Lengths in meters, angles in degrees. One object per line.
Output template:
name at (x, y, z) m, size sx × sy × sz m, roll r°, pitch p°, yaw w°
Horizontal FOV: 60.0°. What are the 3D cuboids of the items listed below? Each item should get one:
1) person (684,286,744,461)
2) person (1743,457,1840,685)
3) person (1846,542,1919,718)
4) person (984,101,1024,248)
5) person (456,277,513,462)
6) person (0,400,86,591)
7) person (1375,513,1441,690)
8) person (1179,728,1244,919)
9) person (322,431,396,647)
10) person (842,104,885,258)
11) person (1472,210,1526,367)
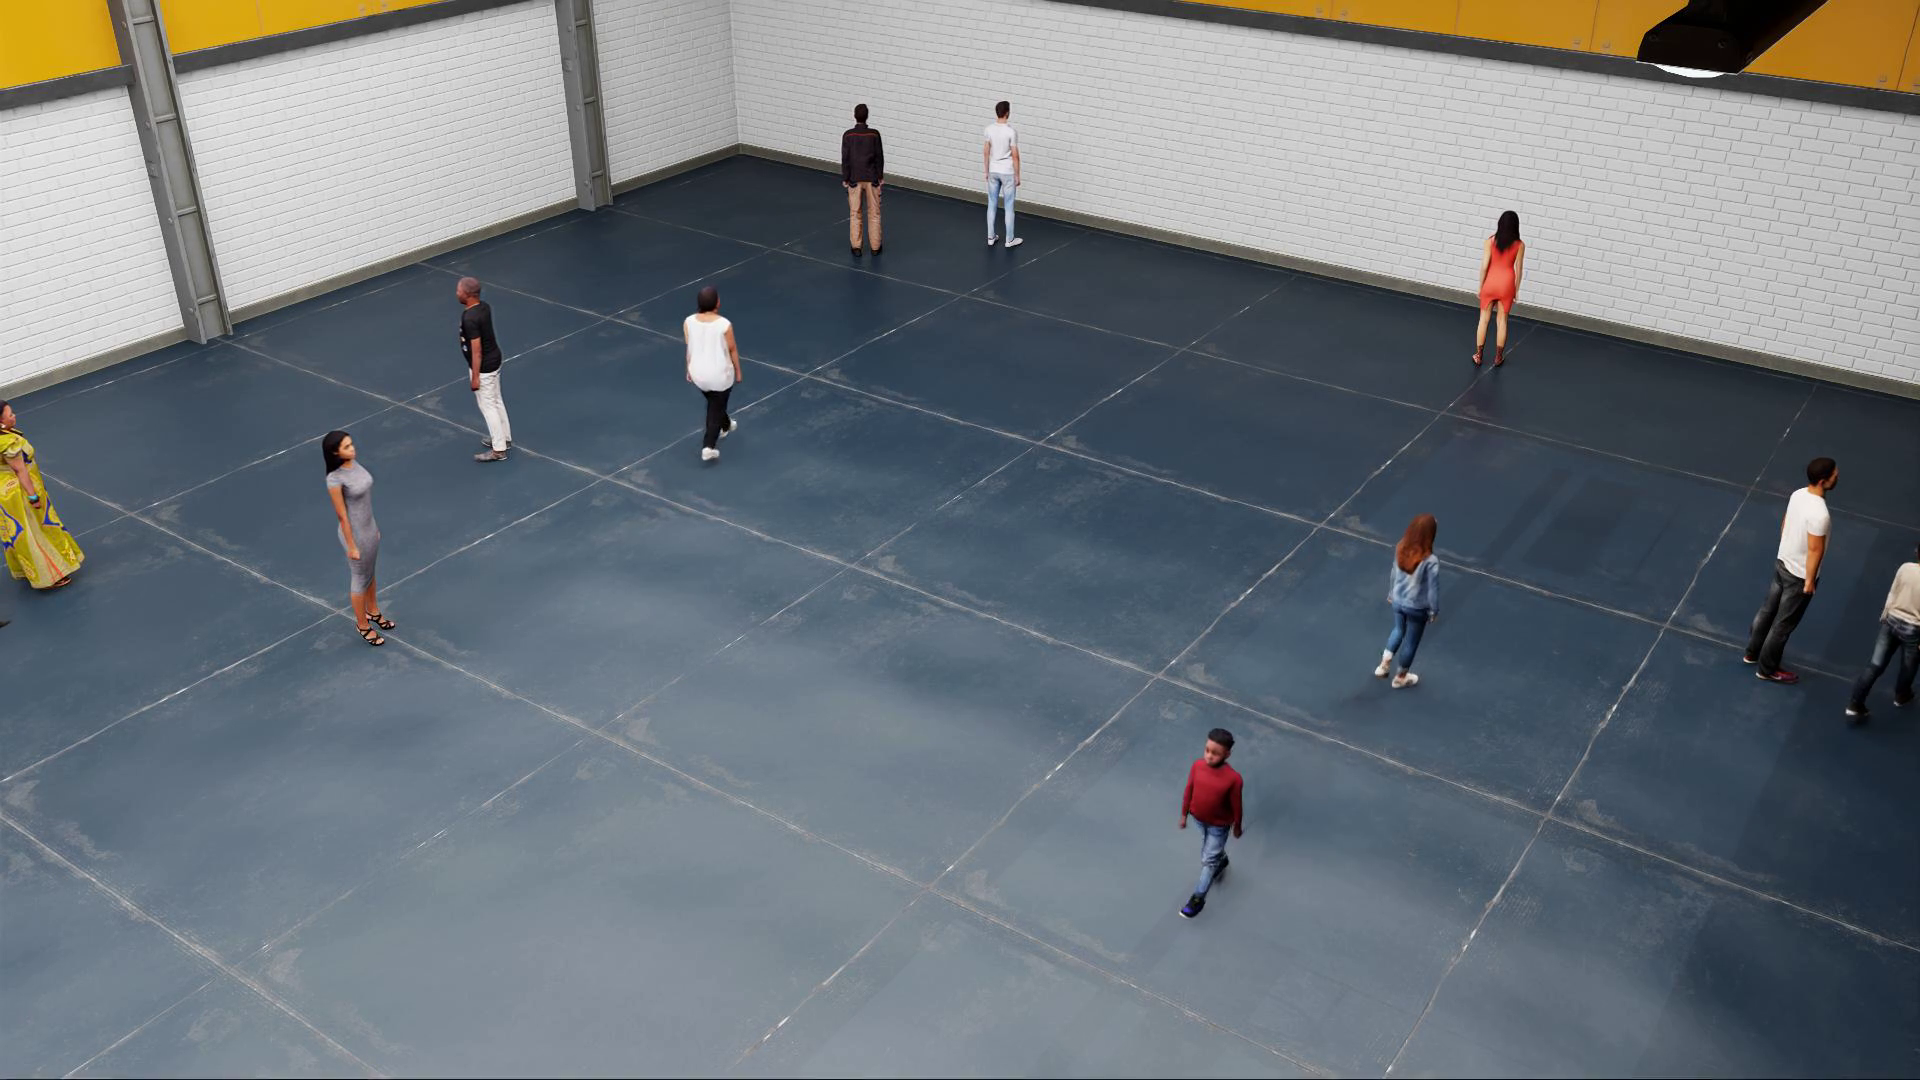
person at (-2.376, -1.562, 15.811) m, size 0.800 × 1.649 × 1.148 m, roll 12°, pitch 31°, yaw 20°
person at (6.232, 0.201, 12.420) m, size 0.782 × 1.802 × 0.668 m, roll 1°, pitch 29°, yaw 2°
person at (6.743, 0.667, 11.955) m, size 1.052 × 1.429 × 0.774 m, roll -18°, pitch 33°, yaw -29°
person at (0.536, -4.702, 21.357) m, size 0.663 × 1.850 × 0.561 m, roll 16°, pitch 32°, yaw 26°
person at (-4.515, -1.631, 15.776) m, size 0.815 × 1.804 × 0.716 m, roll 0°, pitch 29°, yaw 0°
person at (-7.717, -0.389, 13.649) m, size 0.879 × 1.660 × 0.802 m, roll 23°, pitch 36°, yaw 36°
person at (3.273, 0.479, 12.260) m, size 0.716 × 1.468 × 0.677 m, roll -18°, pitch 33°, yaw -30°
person at (1.597, 1.676, 10.310) m, size 0.570 × 1.233 × 0.891 m, roll 23°, pitch 36°, yaw 35°
person at (-4.664, -0.029, 12.862) m, size 0.721 × 1.781 × 0.611 m, roll 2°, pitch 29°, yaw 4°
person at (-1.220, -4.541, 20.984) m, size 0.790 × 1.925 × 0.834 m, roll -3°, pitch 29°, yaw -5°
person at (5.767, -2.696, 17.818) m, size 0.645 × 1.718 × 0.627 m, roll 8°, pitch 30°, yaw 14°
